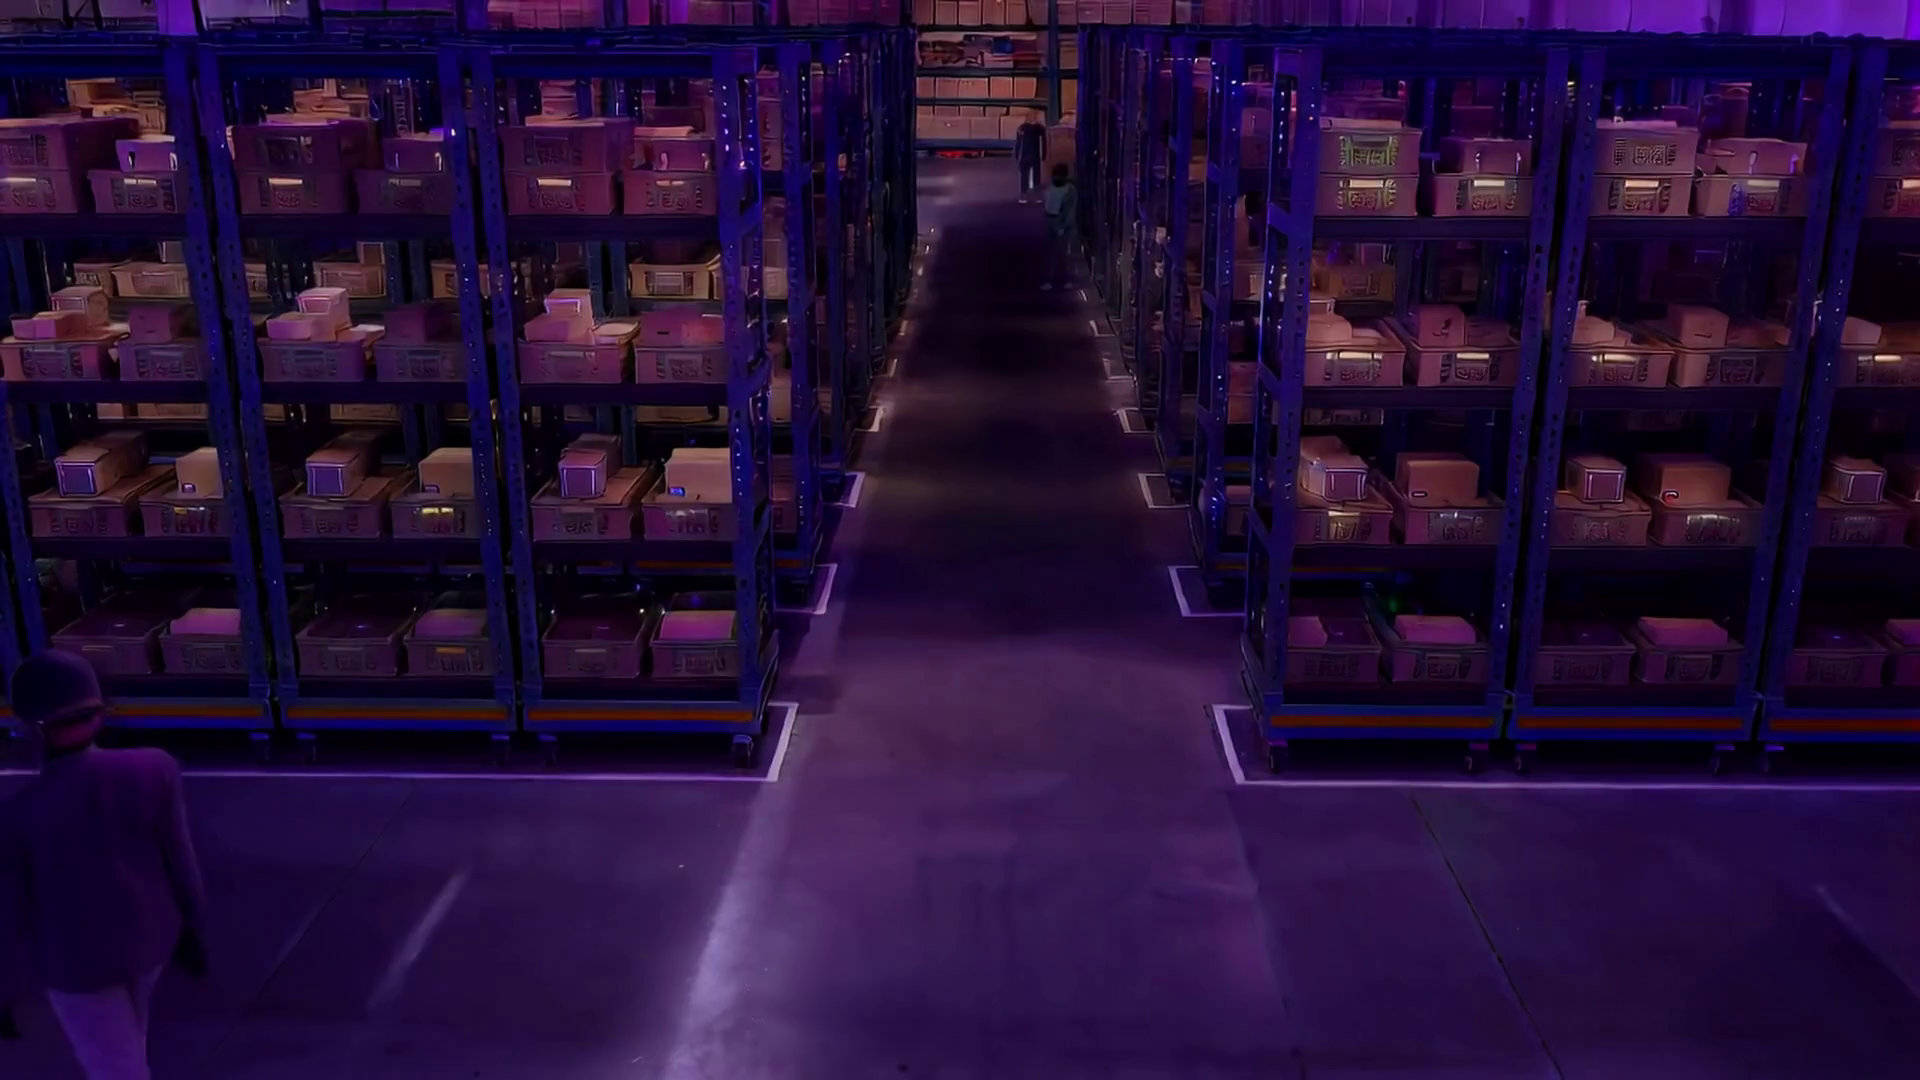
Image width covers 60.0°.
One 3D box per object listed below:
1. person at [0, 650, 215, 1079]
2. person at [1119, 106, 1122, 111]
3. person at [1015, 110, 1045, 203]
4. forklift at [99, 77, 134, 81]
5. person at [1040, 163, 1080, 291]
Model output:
[{"bbox_3d":[-2.625,1.274,5.119,1.009,1.950,0.630,11,20,31],"label":"person"},{"bbox_3d":[4.061,-10.159,41.890,0.390,1.735,0.587,-15,23,-39],"label":"person"},{"bbox_3d":[1.450,-7.998,34.737,0.643,1.905,0.400,-4,18,-11],"label":"person"},{"bbox_3d":[-24.422,-12.758,48.297,1.129,2.768,1.873,-1,17,-2],"label":"forklift"},{"bbox_3d":[1.427,-4.410,23.454,0.513,1.804,0.608,-16,24,-41],"label":"person"}]
